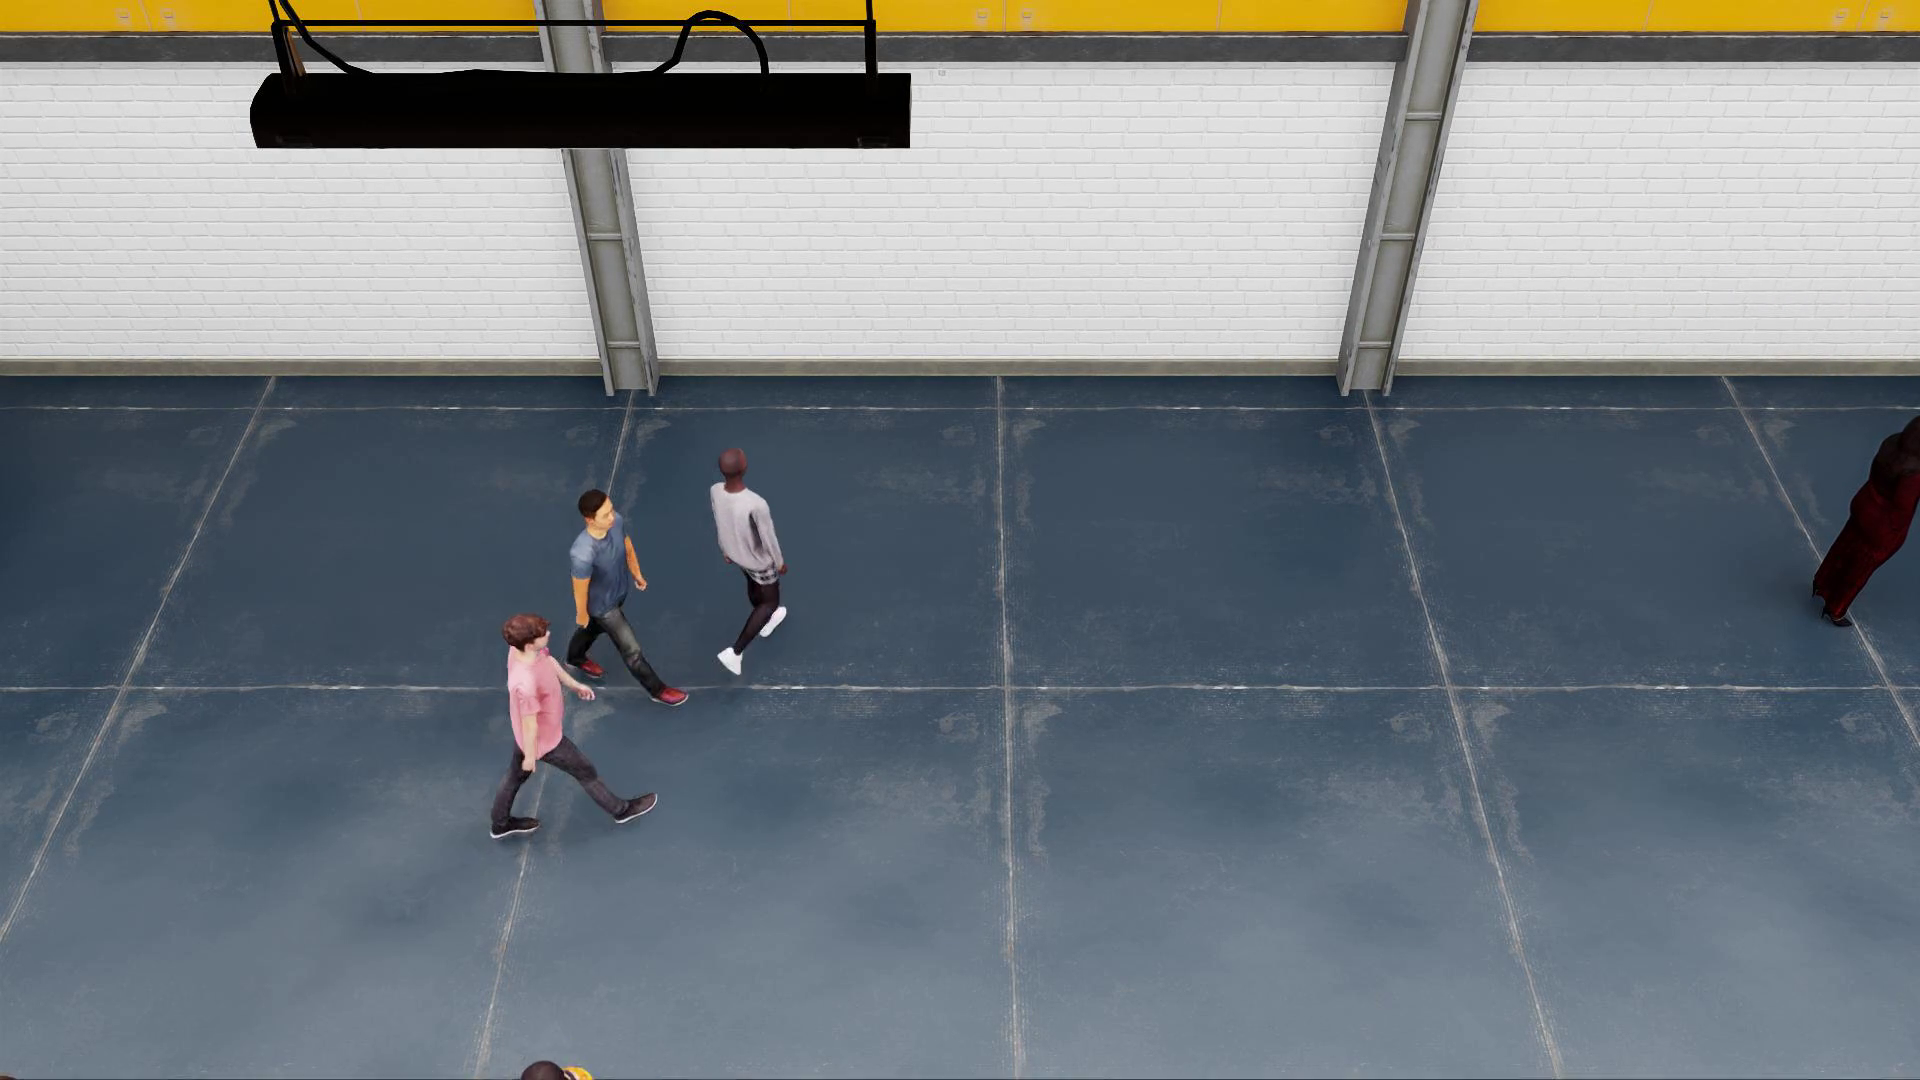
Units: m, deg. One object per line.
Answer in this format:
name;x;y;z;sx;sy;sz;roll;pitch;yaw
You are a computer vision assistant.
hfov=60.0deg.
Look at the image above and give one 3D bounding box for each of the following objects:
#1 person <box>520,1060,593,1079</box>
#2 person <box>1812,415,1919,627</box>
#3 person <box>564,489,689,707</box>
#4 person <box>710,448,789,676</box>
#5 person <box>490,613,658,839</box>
person;-1.906;2.945;8.034;0.915;1.669;0.856;31;52;29
person;6.197;-0.161;11.232;0.639;1.756;0.685;4;44;4
person;-2.363;0.344;10.704;1.251;1.754;0.884;13;45;14
person;-1.406;0.145;10.910;1.065;1.757;1.062;26;49;25
person;-2.565;1.146;9.755;1.330;1.900;0.968;-16;46;-16
